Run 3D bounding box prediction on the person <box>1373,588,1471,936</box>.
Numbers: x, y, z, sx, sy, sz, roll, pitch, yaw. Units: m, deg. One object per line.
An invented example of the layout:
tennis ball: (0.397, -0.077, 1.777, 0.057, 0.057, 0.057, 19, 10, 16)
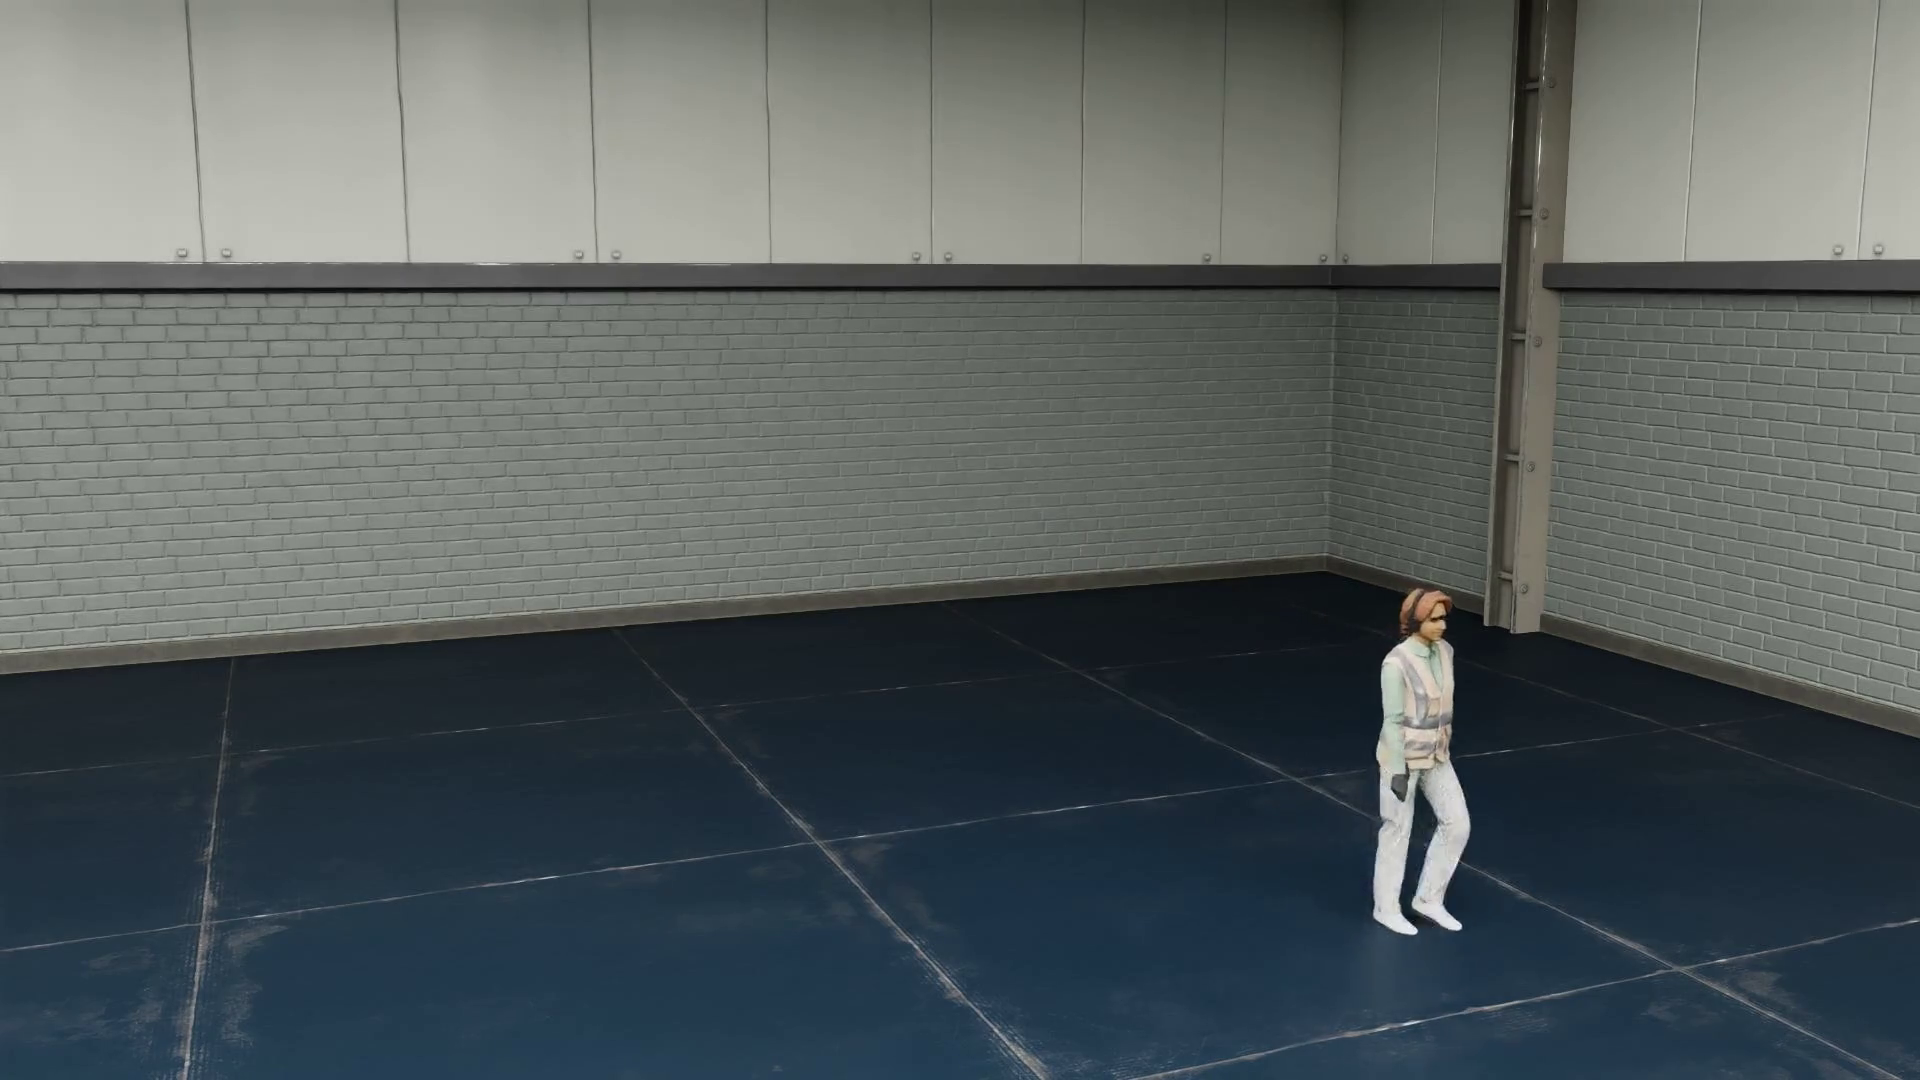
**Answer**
person: (2.124, 1.026, 7.576, 0.538, 1.621, 0.503, -8, 12, -40)
